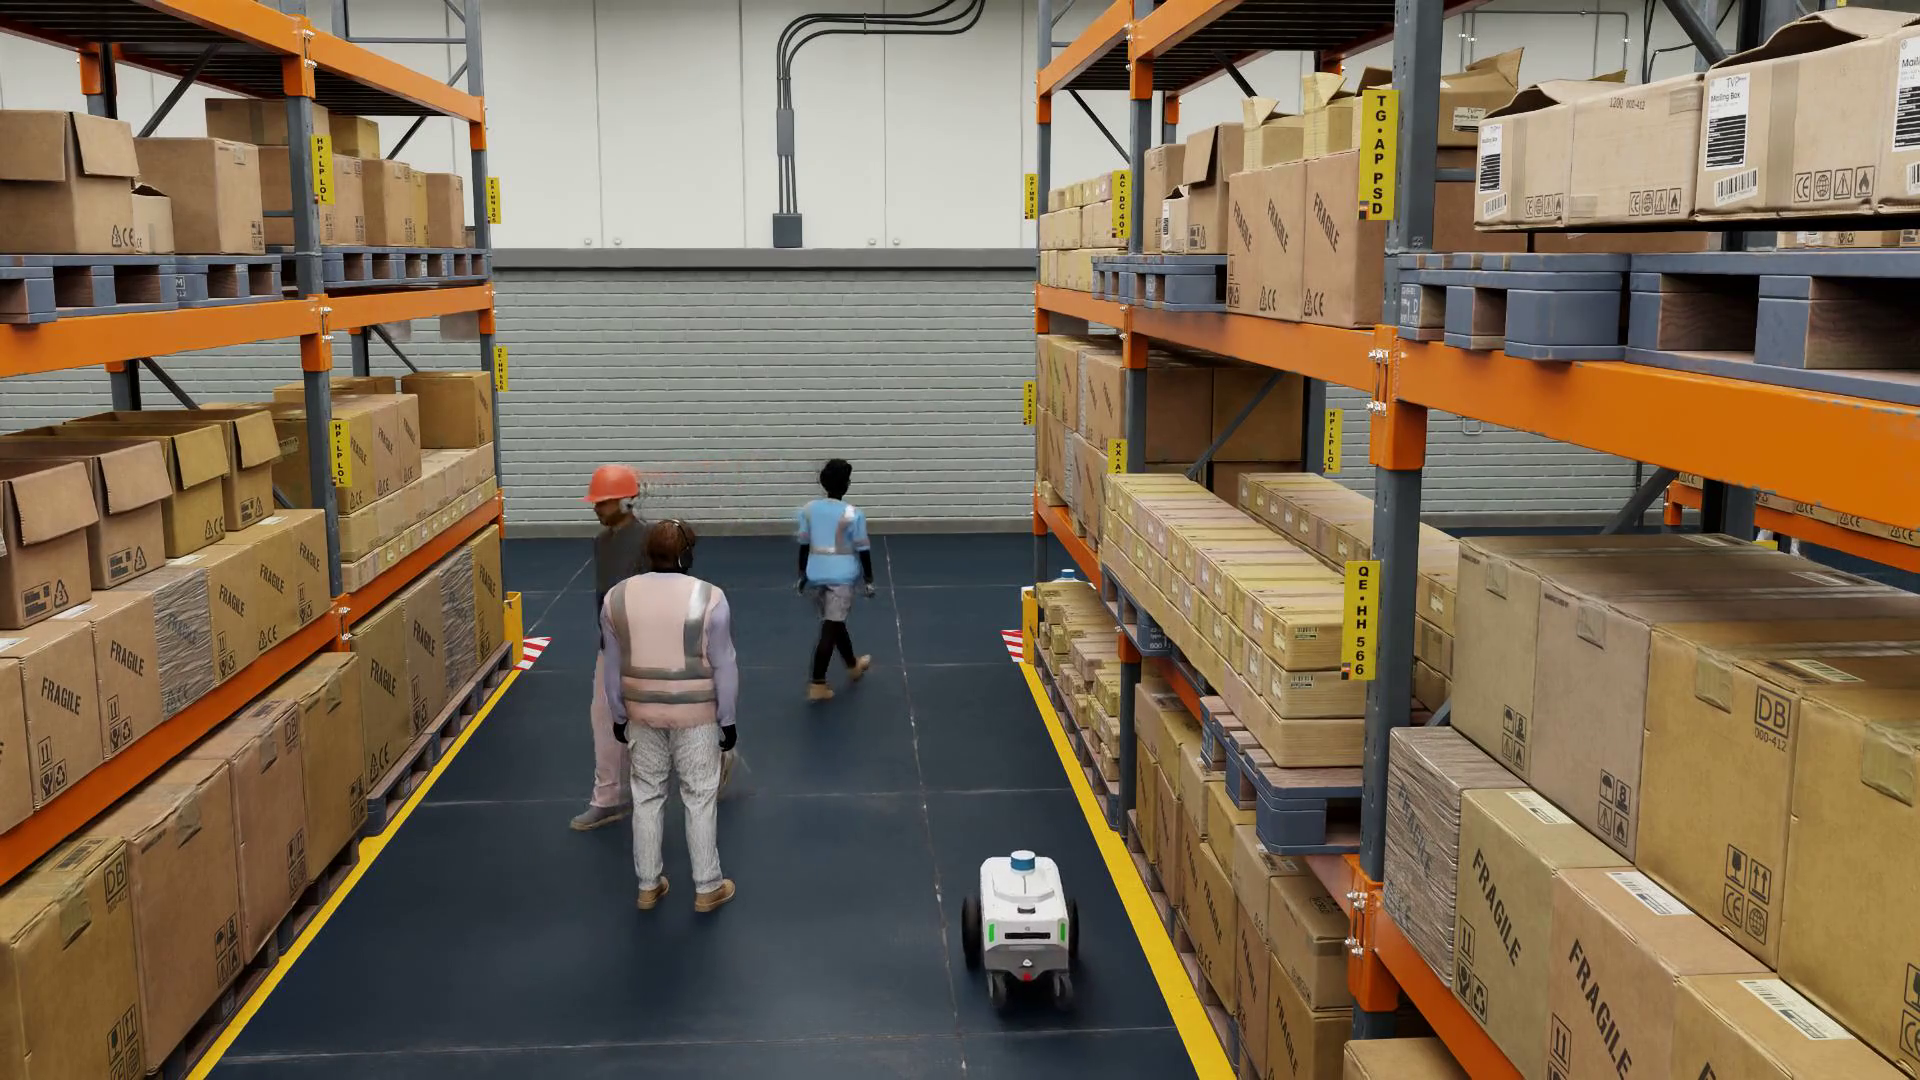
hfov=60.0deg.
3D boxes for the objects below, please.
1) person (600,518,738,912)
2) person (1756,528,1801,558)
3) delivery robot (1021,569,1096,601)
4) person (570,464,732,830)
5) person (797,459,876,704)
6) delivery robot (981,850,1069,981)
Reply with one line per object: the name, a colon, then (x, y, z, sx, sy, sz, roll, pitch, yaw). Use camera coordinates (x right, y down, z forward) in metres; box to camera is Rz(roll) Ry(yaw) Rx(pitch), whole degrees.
person: (-1.328, 0.813, 7.743, 0.634, 1.841, 0.429, 2, 10, 10)
person: (6.628, -0.183, 13.641, 0.908, 1.828, 0.610, 5, 11, 28)
delivery robot: (0.855, 0.477, 13.229, 0.707, 0.478, 0.477, -3, 10, -16)
person: (-1.689, 0.547, 8.962, 0.620, 1.968, 0.865, 9, 13, 42)
person: (-0.815, 0.261, 11.513, 0.551, 1.649, 0.876, 6, 12, 34)
delivery robot: (0.263, 1.543, 6.950, 0.477, 0.478, 0.707, 0, 10, -1)
